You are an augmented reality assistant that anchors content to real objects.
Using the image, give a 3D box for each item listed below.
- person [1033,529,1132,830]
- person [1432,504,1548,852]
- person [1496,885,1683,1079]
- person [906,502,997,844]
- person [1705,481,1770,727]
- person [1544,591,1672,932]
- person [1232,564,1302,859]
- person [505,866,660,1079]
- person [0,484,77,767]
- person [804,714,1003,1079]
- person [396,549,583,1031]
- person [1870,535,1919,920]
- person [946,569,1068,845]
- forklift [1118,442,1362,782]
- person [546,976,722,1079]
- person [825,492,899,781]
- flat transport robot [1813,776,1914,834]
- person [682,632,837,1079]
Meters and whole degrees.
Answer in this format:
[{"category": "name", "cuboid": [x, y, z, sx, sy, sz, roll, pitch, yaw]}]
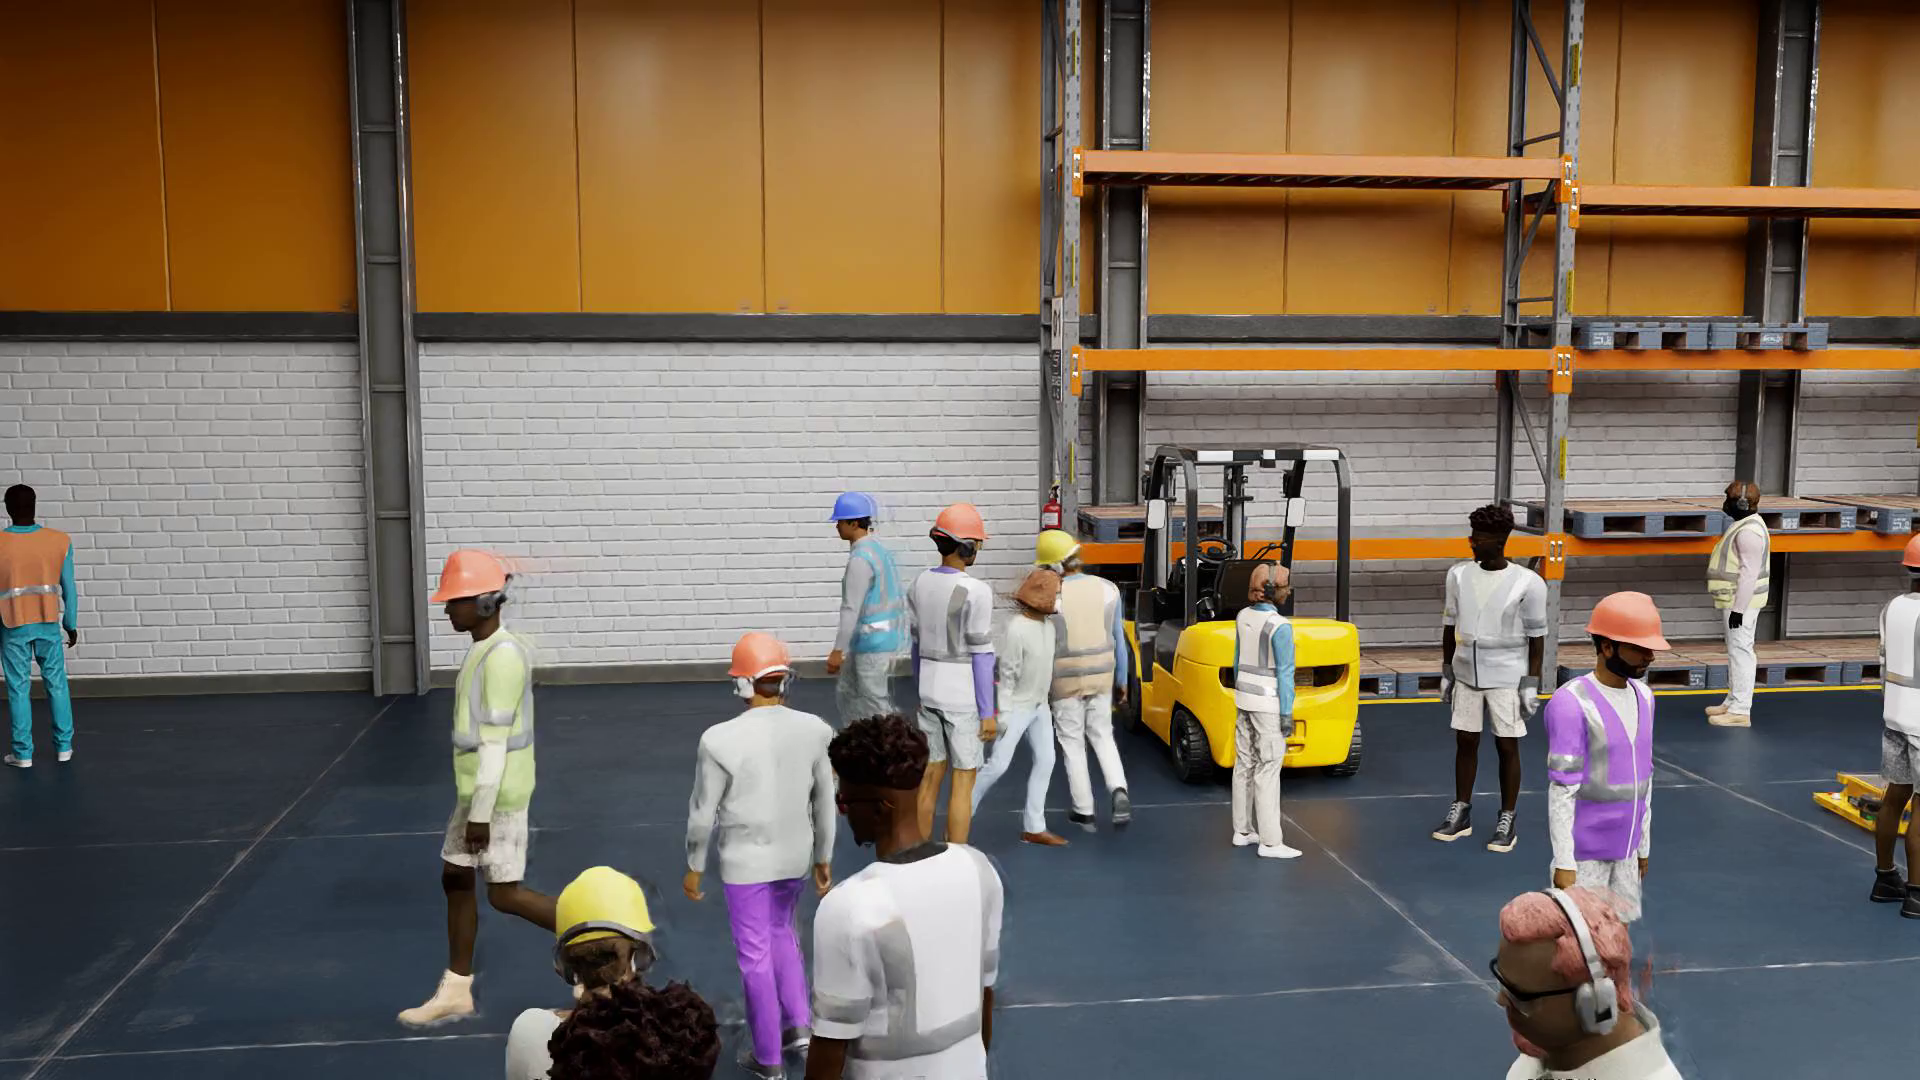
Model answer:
[{"category": "person", "cuboid": [0.697, 0.834, 9.611, 0.638, 1.793, 0.531, -2, 7, -20]}, {"category": "person", "cuboid": [2.997, 0.770, 9.418, 0.608, 1.963, 0.374, 6, 9, 44]}, {"category": "person", "cuboid": [1.068, 1.545, 2.986, 0.490, 1.880, 0.649, 0, 7, 2]}, {"category": "person", "cuboid": [-0.020, 0.820, 8.702, 0.407, 2.035, 0.602, -5, 8, -38]}, {"category": "person", "cuboid": [5.845, 0.476, 12.517, 0.429, 1.844, 0.623, 3, 7, 22]}, {"category": "person", "cuboid": [2.446, 1.146, 6.284, 0.546, 1.929, 0.391, -4, 8, -31]}, {"category": "person", "cuboid": [1.694, 0.947, 9.286, 0.314, 1.636, 0.515, -3, 7, -21]}, {"category": "person", "cuboid": [-0.683, 1.566, 3.475, 0.789, 1.730, 0.349, 4, 8, 34]}, {"category": "person", "cuboid": [-6.307, 0.580, 11.287, 0.596, 1.913, 0.373, -6, 9, -43]}, {"category": "person", "cuboid": [-0.108, 1.393, 4.107, 0.705, 1.946, 0.618, 5, 8, 39]}, {"category": "person", "cuboid": [-1.894, 1.028, 6.941, 0.864, 2.013, 0.604, -3, 7, -28]}, {"category": "person", "cuboid": [4.803, 0.910, 8.286, 0.351, 1.942, 0.545, 0, 7, -2]}, {"category": "person", "cuboid": [0.280, 0.946, 9.453, 0.618, 1.605, 0.534, 5, 8, 35]}, {"category": "forklift", "cuboid": [1.912, 0.418, 11.496, 1.214, 2.155, 2.313, -1, 7, -8]}, {"category": "person", "cuboid": [-0.299, 1.566, 2.675, 0.884, 1.929, 0.619, -6, 9, -42]}, {"category": "person", "cuboid": [-0.649, 0.653, 10.623, 0.632, 1.921, 0.644, 0, 7, 1]}, {"category": "flat transport robot", "cuboid": [5.948, 1.555, 9.880, 1.431, 0.197, 0.652, 0, 7, 0]}, {"category": "person", "cuboid": [-0.781, 1.221, 6.457, 0.568, 1.734, 0.398, -5, 8, -39]}]
